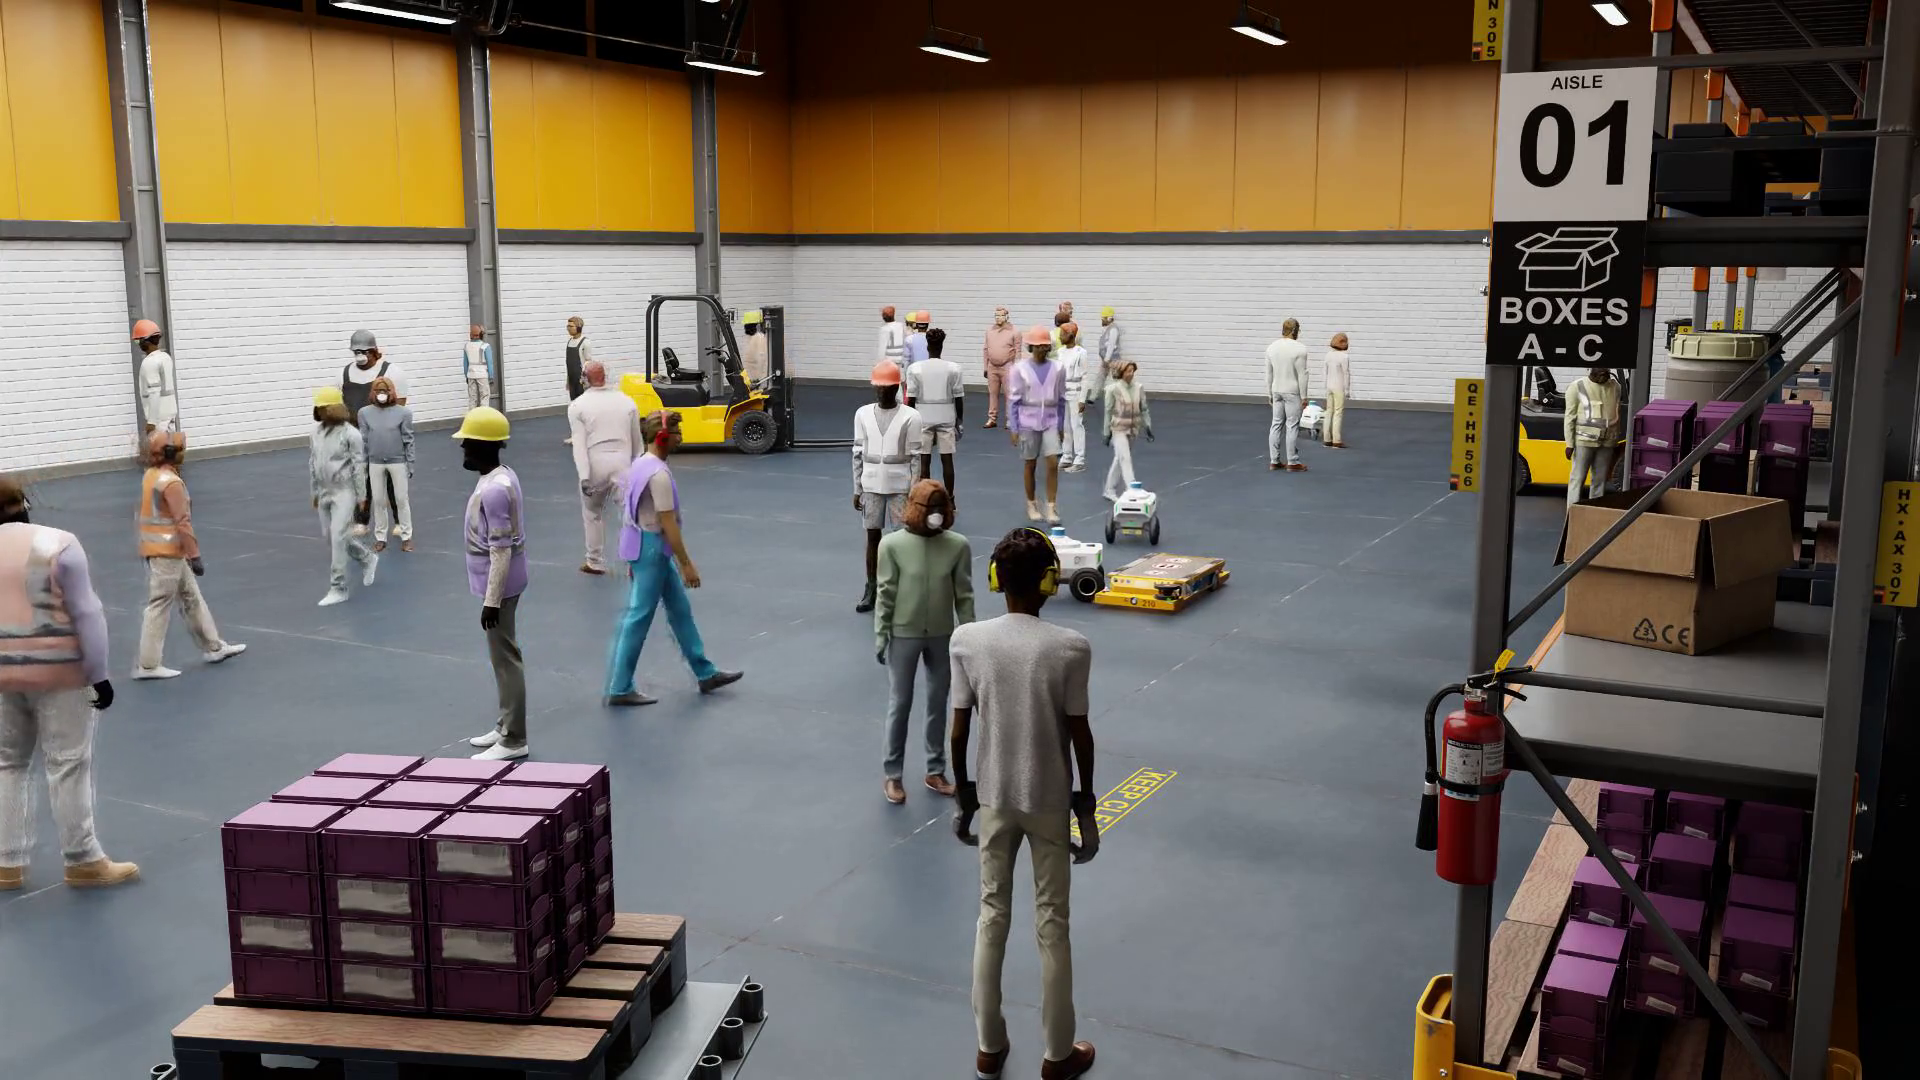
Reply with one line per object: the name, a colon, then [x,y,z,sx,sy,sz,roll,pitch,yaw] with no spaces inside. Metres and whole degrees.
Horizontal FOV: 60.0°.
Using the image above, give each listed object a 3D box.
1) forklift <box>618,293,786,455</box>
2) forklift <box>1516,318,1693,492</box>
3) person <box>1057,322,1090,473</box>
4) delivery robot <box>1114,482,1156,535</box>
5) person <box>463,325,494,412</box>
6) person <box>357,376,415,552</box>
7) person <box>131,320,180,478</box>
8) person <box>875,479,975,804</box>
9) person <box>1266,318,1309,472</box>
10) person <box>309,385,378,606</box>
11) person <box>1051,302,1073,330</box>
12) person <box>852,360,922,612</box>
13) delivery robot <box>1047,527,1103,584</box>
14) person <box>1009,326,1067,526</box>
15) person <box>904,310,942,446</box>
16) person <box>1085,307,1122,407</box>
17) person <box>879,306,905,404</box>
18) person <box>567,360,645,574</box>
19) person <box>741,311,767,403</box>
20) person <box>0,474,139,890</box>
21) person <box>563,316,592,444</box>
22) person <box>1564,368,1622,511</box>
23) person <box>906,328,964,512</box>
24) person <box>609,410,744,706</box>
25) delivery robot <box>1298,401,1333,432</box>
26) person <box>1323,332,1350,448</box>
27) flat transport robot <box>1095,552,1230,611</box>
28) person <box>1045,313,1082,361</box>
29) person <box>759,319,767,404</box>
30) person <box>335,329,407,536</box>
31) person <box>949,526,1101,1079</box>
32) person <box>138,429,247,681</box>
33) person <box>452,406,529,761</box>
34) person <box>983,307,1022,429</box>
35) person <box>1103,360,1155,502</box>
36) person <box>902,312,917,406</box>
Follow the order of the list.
forklift: [-3.588,-2.317,23.042,2.313,2.155,1.214,-1,10,-5]
forklift: [7.066,-1.601,18.899,2.313,2.155,1.214,5,11,27]
person: [1.384,-1.779,20.825,0.337,1.882,0.585,-6,12,-32]
delivery robot: [1.677,-0.313,15.910,0.477,0.478,0.707,2,10,12]
person: [-7.417,-2.490,25.655,0.523,1.638,0.311,4,11,21]
person: [-5.266,-0.693,15.291,0.501,1.626,0.281,-1,10,-5]
person: [-8.595,-1.330,17.785,0.395,2.039,0.606,-2,10,-9]
person: [-0.173,0.502,8.370,0.513,1.628,0.303,-3,10,-19]
person: [4.125,-1.822,20.936,0.373,1.935,0.628,-8,13,-40]
person: [-4.904,-0.381,13.224,0.490,1.722,0.736,4,11,21]
person: [1.824,-3.147,28.672,0.411,1.913,0.643,6,11,29]
person: [-0.562,-0.404,12.706,0.545,1.940,0.352,2,10,12]
delivery robot: [0.782,0.143,13.275,0.707,0.478,0.477,1,10,4]
person: [0.813,-1.136,16.732,0.628,2.005,0.907,-2,10,-11]
person: [-0.527,-2.307,23.714,0.548,1.942,0.348,1,10,4]
person: [2.581,-3.222,29.442,0.915,1.780,0.611,-2,10,-11]
person: [-1.191,-3.074,28.465,0.495,1.856,0.638,8,13,40]
person: [-2.912,-0.574,13.973,0.670,1.857,0.971,-7,12,-34]
person: [-3.048,-2.515,25.142,1.029,1.879,0.599,-6,11,-30]
person: [-3.966,0.619,7.197,0.715,1.808,0.432,1,10,5]
person: [-5.456,-2.268,23.767,0.507,1.847,0.343,8,13,39]
person: [6.201,-0.964,16.266,0.602,1.828,0.404,-2,10,-12]
person: [-0.263,-1.246,17.499,0.613,1.963,0.361,-1,10,-4]
person: [-1.738,0.113,10.113,0.925,1.802,0.571,-3,10,-14]
delivery robot: [5.204,-1.818,24.624,0.477,0.478,0.707,-4,11,-22]
person: [5.324,-2.110,23.465,0.266,1.631,0.507,-4,11,-24]
flat transport robot: [1.645,0.317,13.359,0.652,0.197,1.431,5,11,26]
person: [1.591,-2.709,26.459,0.645,1.790,0.993,-1,10,-7]
person: [-3.158,-2.816,27.385,0.531,1.692,0.320,9,13,43]
person: [-5.711,-1.041,16.103,0.690,2.000,0.538,0,10,-1]
person: [0.215,0.879,5.501,0.518,1.865,0.326,3,10,19]
person: [-5.029,0.086,10.824,0.788,1.603,0.552,-8,12,-38]
person: [-2.523,0.239,9.010,0.358,1.930,0.585,-3,10,-15]
person: [0.641,-2.688,26.024,0.640,1.909,0.409,5,11,25]
person: [1.816,-1.163,18.093,0.526,1.593,0.857,-7,12,-36]
person: [-0.808,-2.917,27.756,0.309,1.769,0.524,-1,10,-5]
